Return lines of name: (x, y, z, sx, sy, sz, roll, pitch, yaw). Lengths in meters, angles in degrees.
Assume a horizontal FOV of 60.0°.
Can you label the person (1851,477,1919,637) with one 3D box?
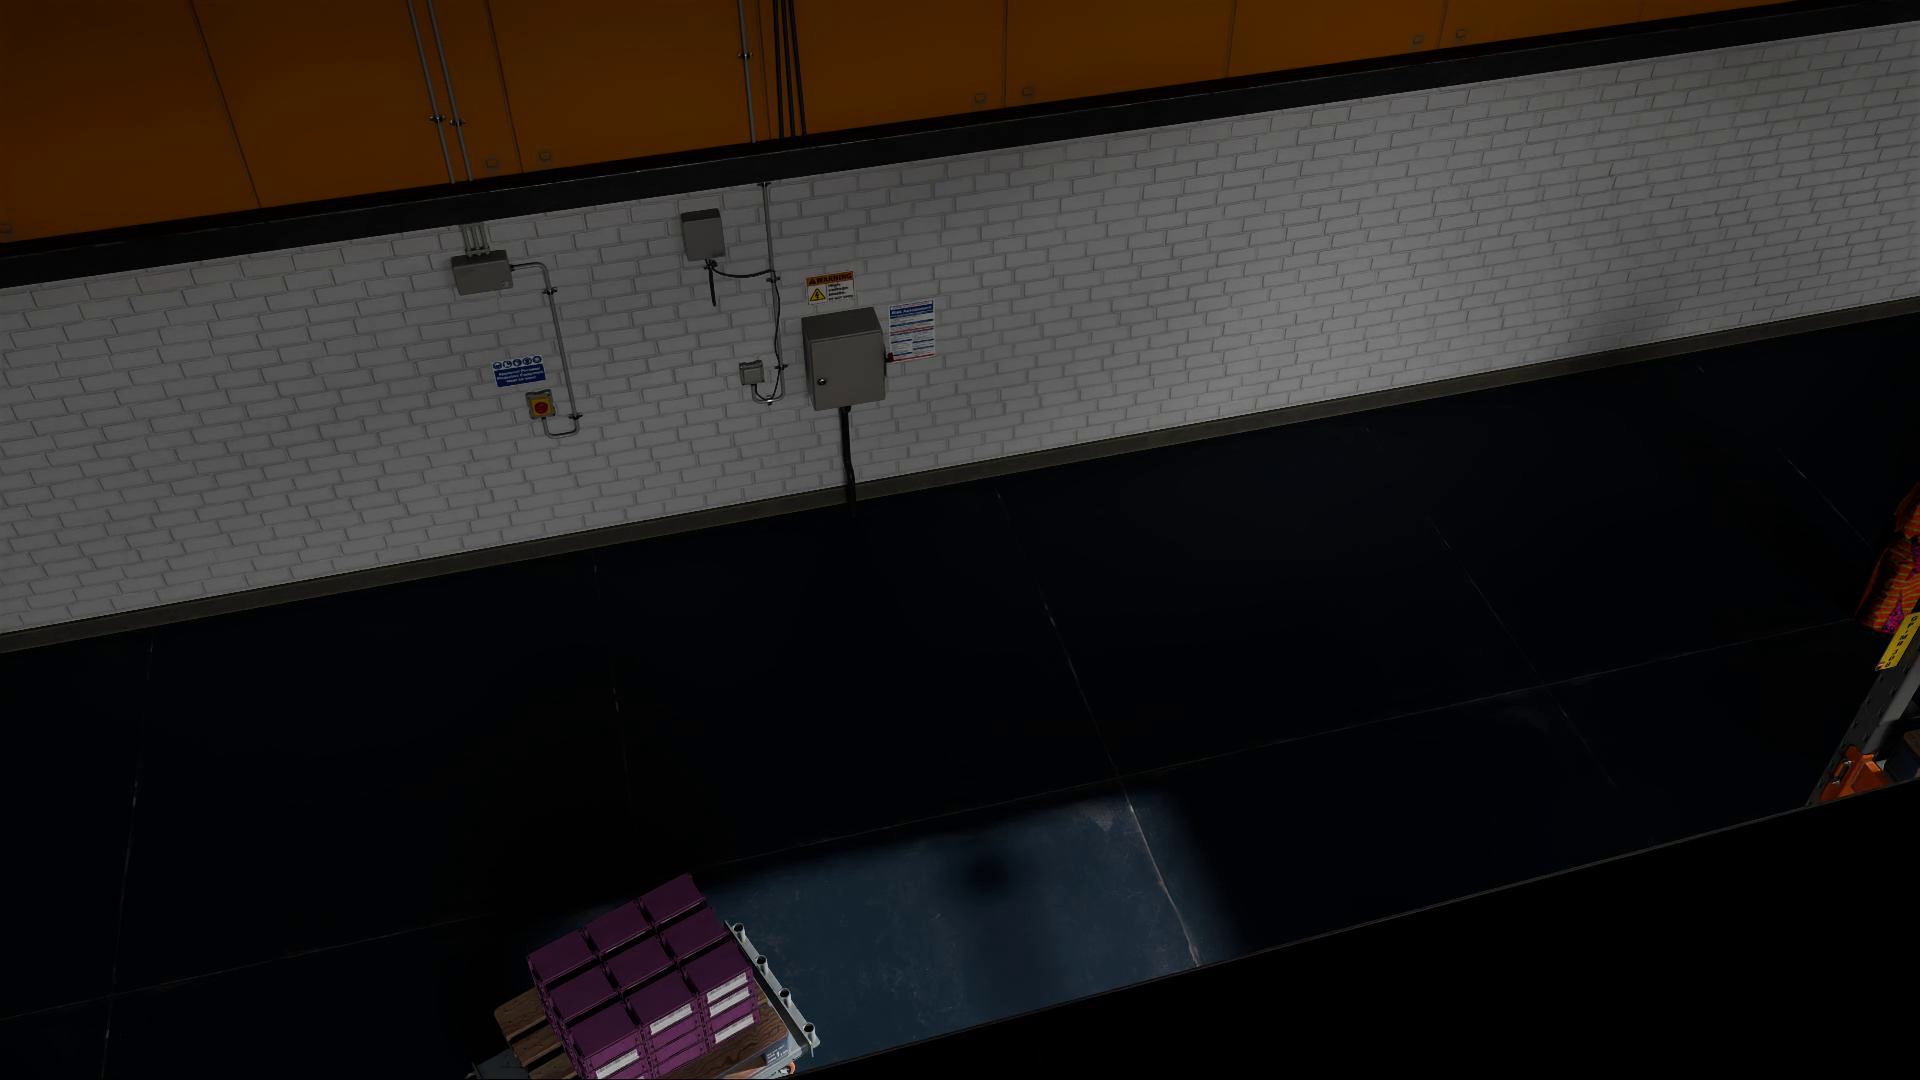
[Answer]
person: (6.385, -0.104, 10.974, 0.835, 1.686, 0.759, 13, 45, 13)
